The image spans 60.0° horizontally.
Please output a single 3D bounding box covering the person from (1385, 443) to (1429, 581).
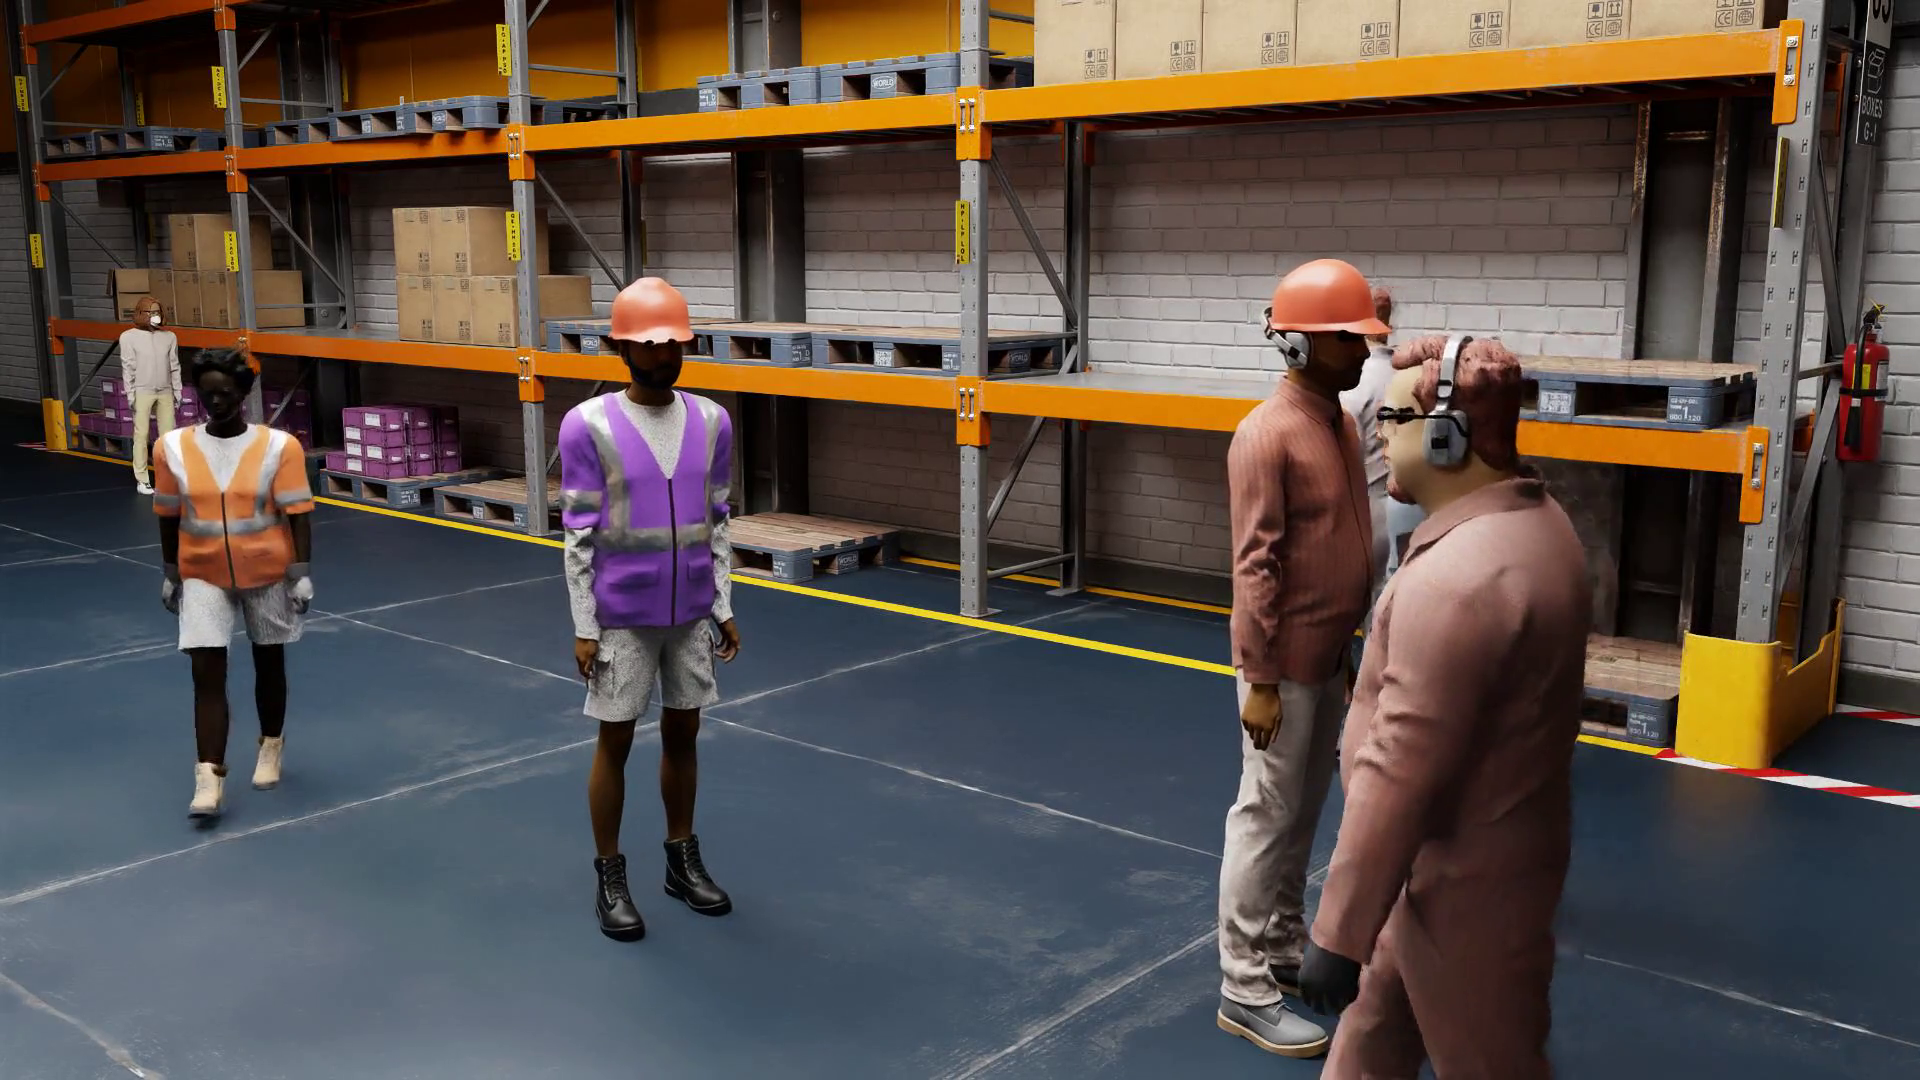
[{"bbox_3d":[1.413,0.342,5.035,0.520,1.620,0.352,-7,12,-36],"label":"person"}]

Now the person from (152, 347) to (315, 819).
[{"bbox_3d":[-2.597,0.153,5.946,0.557,1.660,0.793,-3,10,-14],"label":"person"}]

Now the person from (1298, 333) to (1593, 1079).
[{"bbox_3d":[0.743,0.578,2.955,0.905,1.868,0.679,5,11,27],"label":"person"}]

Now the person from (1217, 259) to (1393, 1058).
[{"bbox_3d":[0.879,0.291,4.251,0.390,1.992,0.624,6,12,31],"label":"person"}]

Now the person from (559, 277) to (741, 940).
[{"bbox_3d":[-0.895,0.199,4.940,0.547,1.938,0.377,-7,12,-35],"label":"person"}]

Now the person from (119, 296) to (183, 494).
[{"bbox_3d":[-6.676,-1.195,13.769,0.276,1.629,0.497,7,12,34],"label":"person"}]

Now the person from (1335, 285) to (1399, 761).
[{"bbox_3d":[1.492,-0.044,6.471,0.652,1.880,0.661,10,14,44],"label":"person"}]
